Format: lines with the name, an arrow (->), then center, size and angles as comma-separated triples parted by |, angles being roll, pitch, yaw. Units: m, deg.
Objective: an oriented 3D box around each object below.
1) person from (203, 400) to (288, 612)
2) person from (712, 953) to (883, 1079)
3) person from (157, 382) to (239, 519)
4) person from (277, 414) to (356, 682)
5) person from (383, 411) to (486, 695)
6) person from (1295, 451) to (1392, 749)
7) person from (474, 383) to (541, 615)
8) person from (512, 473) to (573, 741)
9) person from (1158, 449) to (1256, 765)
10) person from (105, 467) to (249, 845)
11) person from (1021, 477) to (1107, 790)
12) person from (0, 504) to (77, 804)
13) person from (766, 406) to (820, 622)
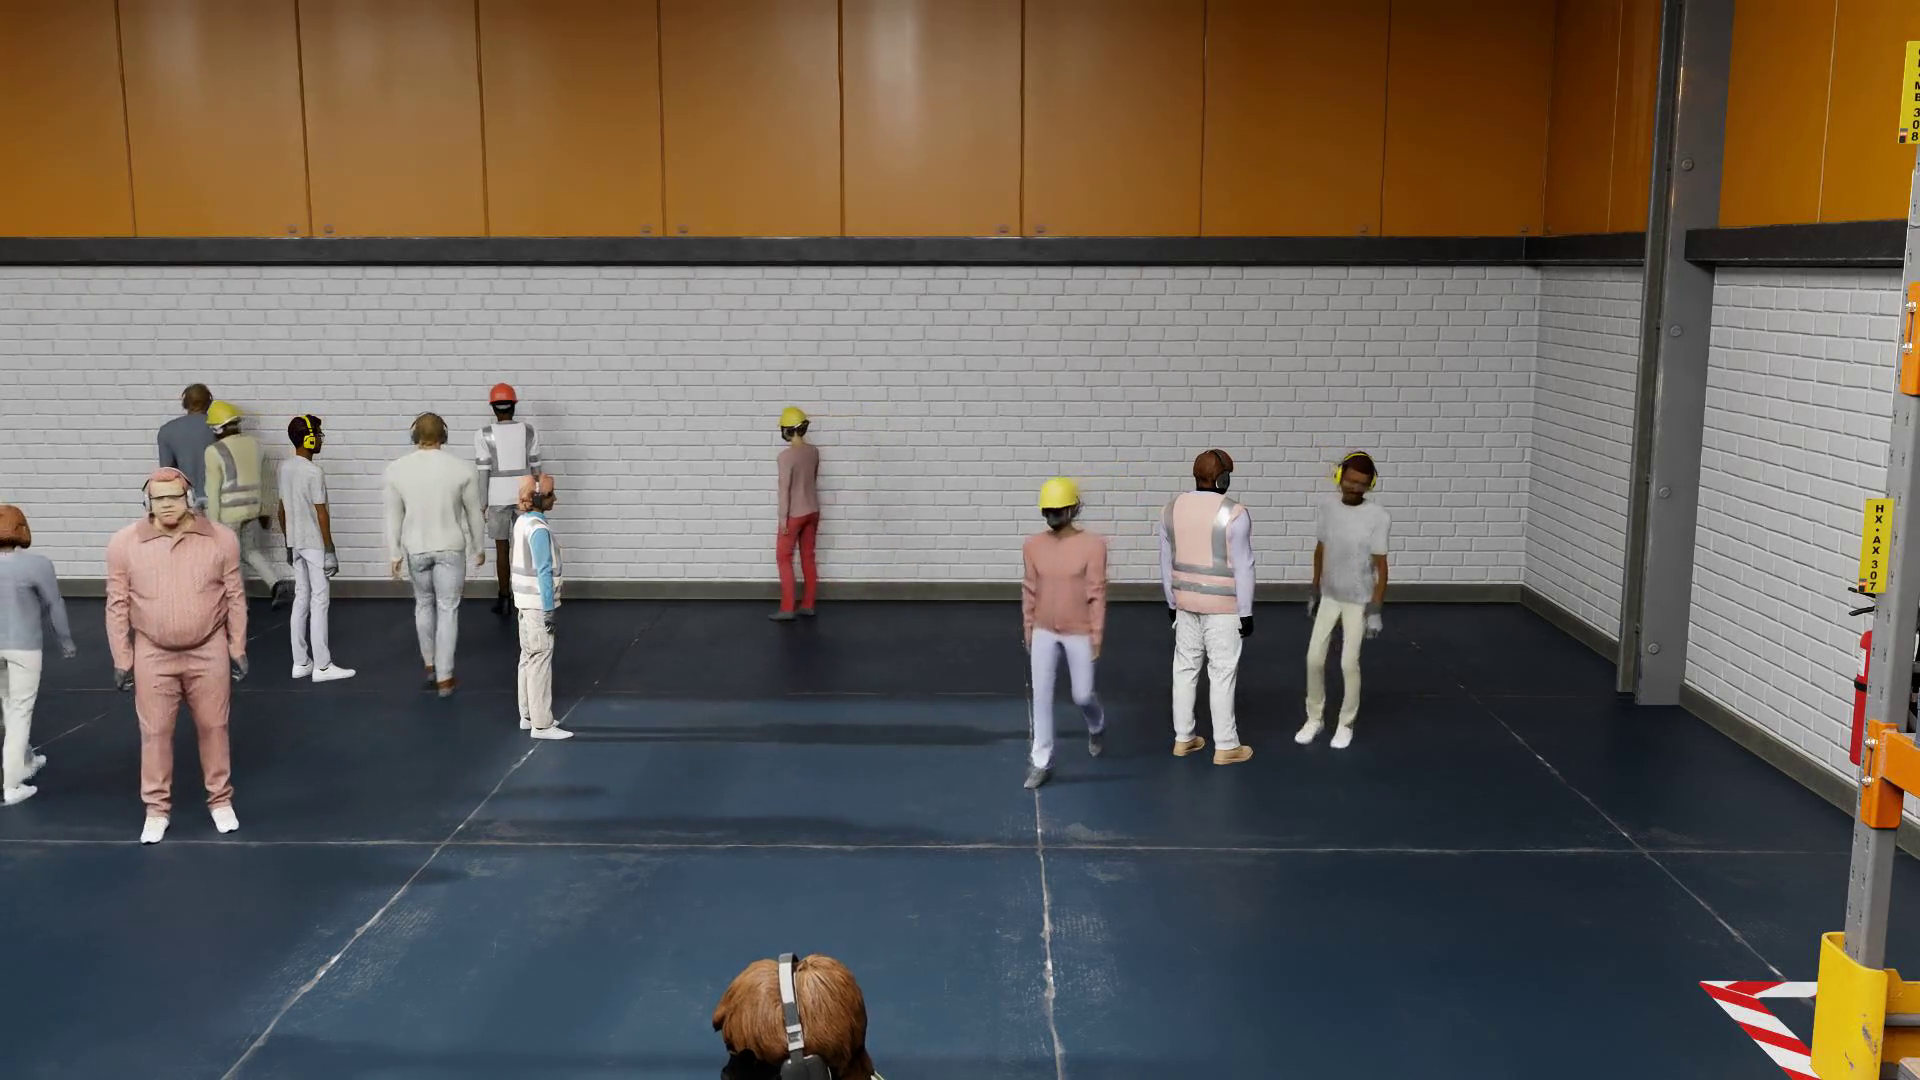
person -> -5.853, -0.232, 13.536 | 0.542, 1.812, 0.590 | 4, 10, 21
person -> -0.228, 1.563, 2.761 | 0.429, 1.830, 0.637 | -2, 10, -10
person -> -6.293, -0.345, 13.851 | 0.635, 1.937, 0.355 | -3, 10, -16
person -> -4.539, 0.056, 11.648 | 0.531, 1.870, 0.316 | 6, 11, 34
person -> -3.583, 0.066, 11.473 | 0.629, 1.913, 0.849 | -1, 9, -4
person -> 2.307, 0.366, 9.912 | 0.570, 1.826, 0.484 | 8, 12, 40
person -> -3.759, -0.341, 13.858 | 0.545, 1.927, 0.385 | -5, 11, -29
person -> -2.590, 0.408, 10.232 | 0.309, 1.638, 0.522 | -5, 11, -27
person -> 1.470, 0.386, 9.754 | 0.621, 1.845, 0.429 | 9, 13, 42
person -> -3.947, 0.577, 8.422 | 0.651, 1.906, 0.403 | -5, 11, -26
person -> 0.607, 0.496, 9.395 | 0.531, 1.747, 0.675 | 4, 10, 23
person -> -5.189, 0.599, 9.207 | 0.507, 1.601, 0.768 | 0, 9, 0
person -> -1.340, -0.214, 13.614 | 0.358, 1.763, 0.551 | 6, 11, 33
